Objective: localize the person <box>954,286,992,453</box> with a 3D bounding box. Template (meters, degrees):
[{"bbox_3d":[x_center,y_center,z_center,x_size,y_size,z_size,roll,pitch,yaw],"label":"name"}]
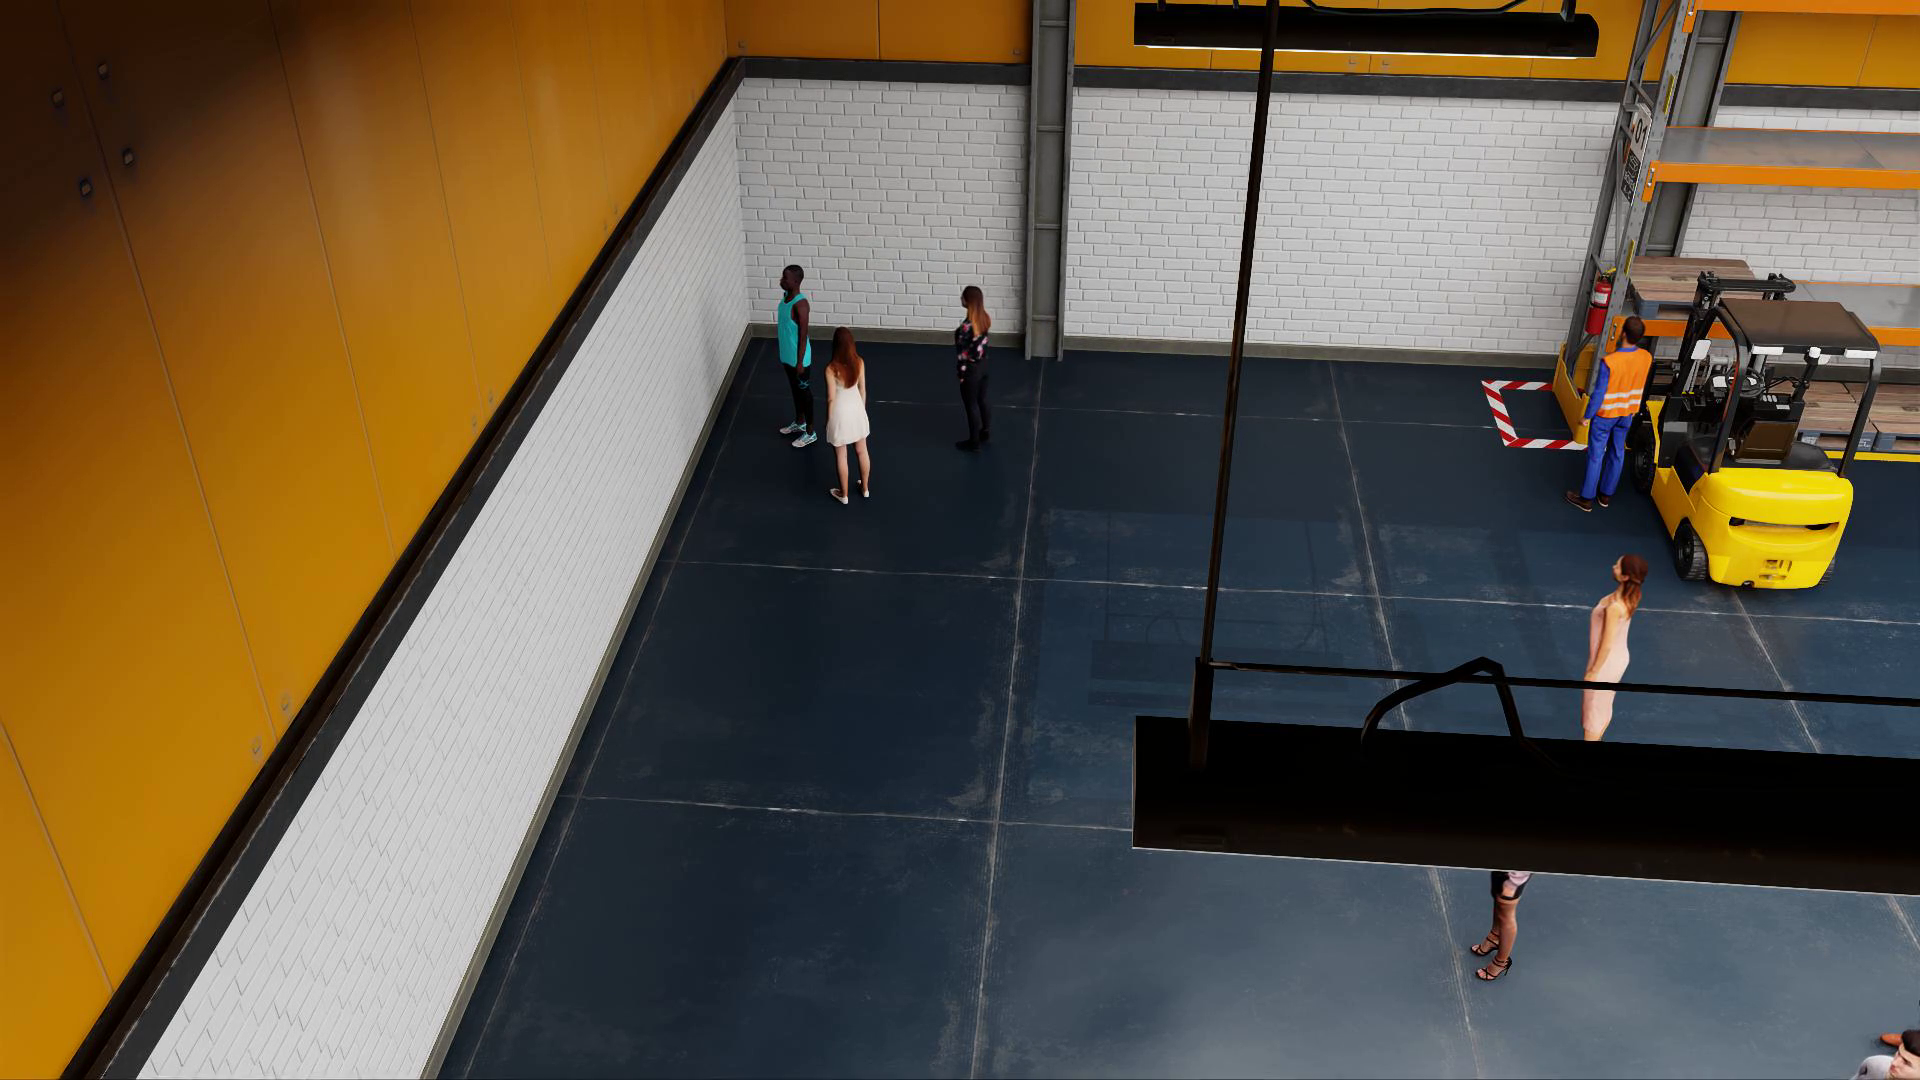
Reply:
[{"bbox_3d":[0.142,-1.605,15.567,0.658,1.682,0.648,21,39,28],"label":"person"}]

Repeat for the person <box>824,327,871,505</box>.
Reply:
[{"bbox_3d":[-1.005,-1.117,14.805,0.623,1.712,0.707,-17,37,-24],"label":"person"}]

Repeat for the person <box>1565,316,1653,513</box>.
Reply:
[{"bbox_3d":[5.753,-1.117,14.668,0.692,1.864,0.831,-11,35,-15],"label":"person"}]

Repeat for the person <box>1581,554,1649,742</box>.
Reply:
[{"bbox_3d":[4.561,0.870,11.708,0.687,1.831,0.661,24,40,31],"label":"person"}]

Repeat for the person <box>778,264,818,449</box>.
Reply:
[{"bbox_3d":[-1.534,-1.753,15.673,0.683,1.811,0.675,-16,37,-22],"label":"person"}]
